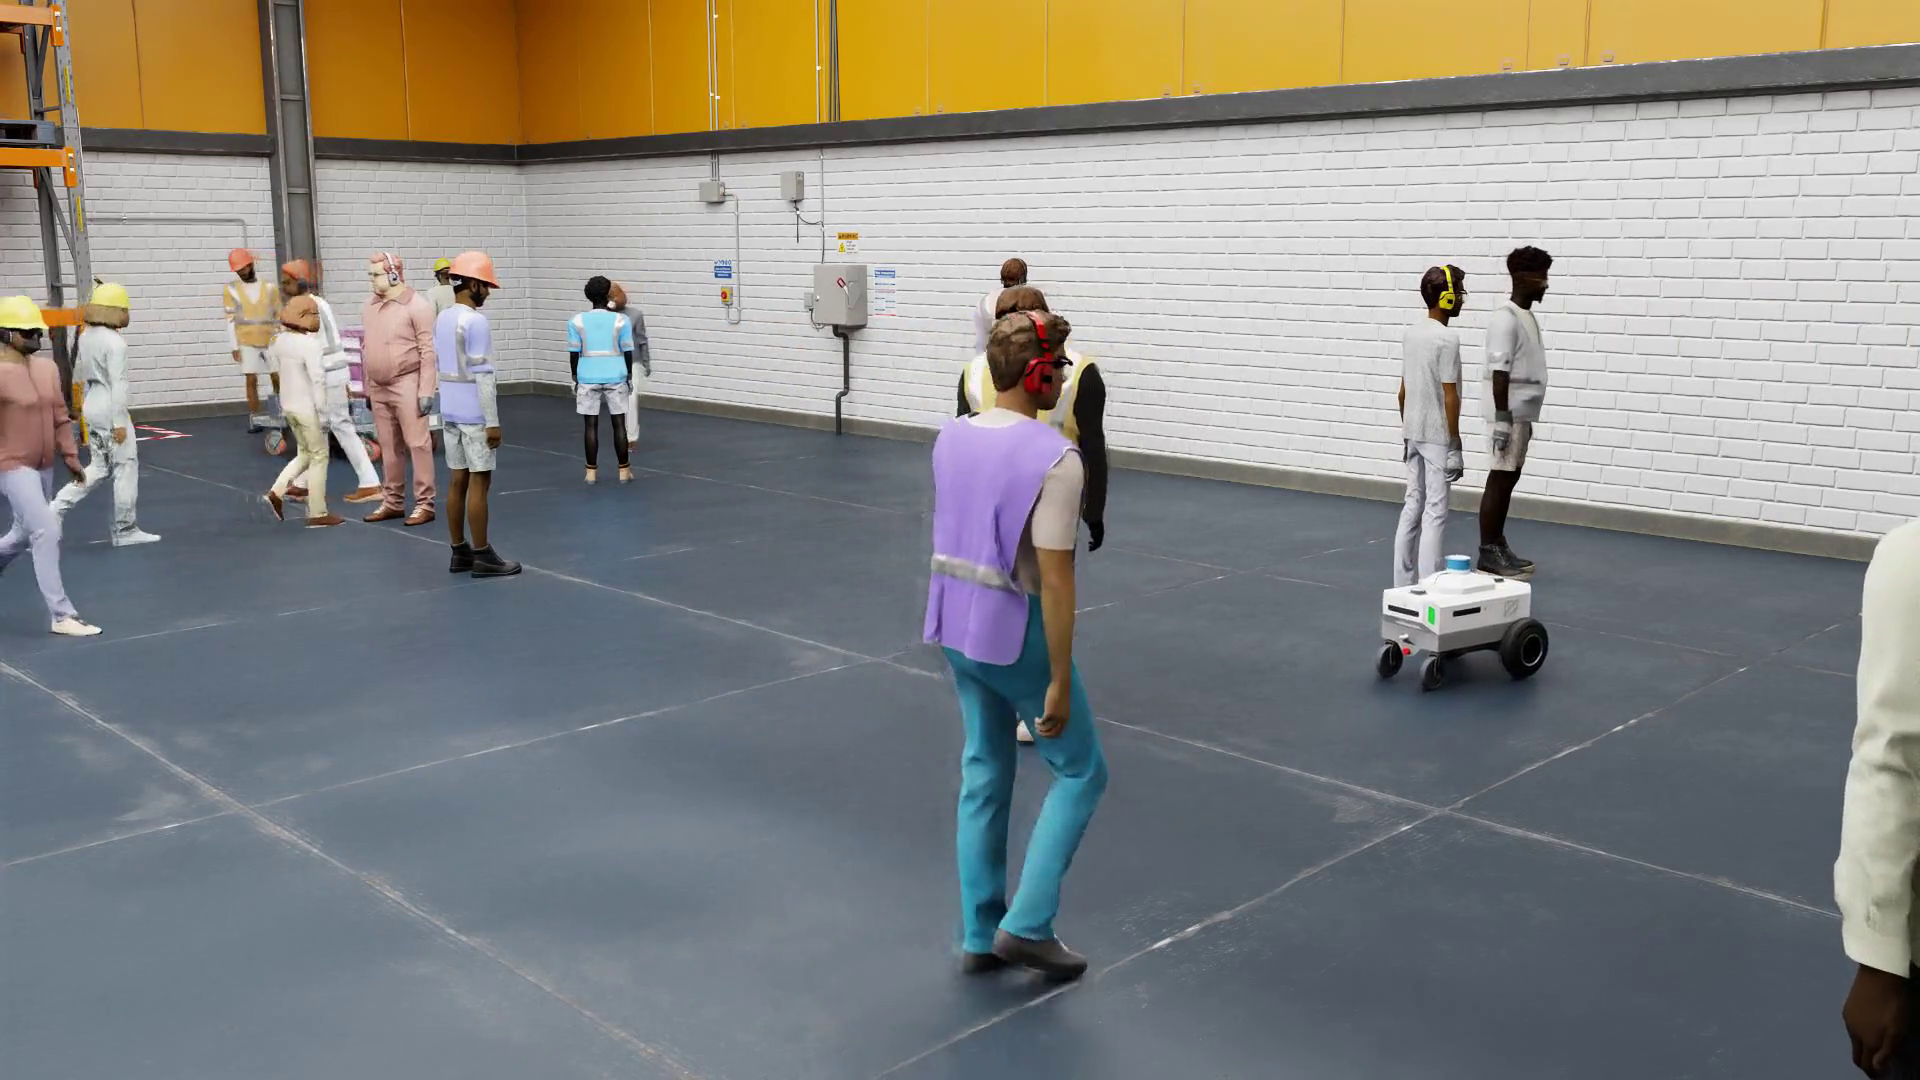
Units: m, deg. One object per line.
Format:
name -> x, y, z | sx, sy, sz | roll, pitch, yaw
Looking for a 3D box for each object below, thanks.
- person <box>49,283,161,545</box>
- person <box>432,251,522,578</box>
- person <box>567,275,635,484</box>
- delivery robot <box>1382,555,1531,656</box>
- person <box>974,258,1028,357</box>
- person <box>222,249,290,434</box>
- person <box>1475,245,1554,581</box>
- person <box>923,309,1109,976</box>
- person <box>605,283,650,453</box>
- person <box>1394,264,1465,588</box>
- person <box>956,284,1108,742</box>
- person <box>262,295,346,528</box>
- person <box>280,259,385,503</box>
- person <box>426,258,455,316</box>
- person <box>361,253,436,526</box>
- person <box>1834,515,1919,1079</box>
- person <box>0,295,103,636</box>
person -> -5.568, -0.790, 10.708 | 0.510, 1.722, 0.614 | 8, 13, 36
person -> -2.889, -0.742, 9.900 | 0.381, 1.928, 0.542 | -10, 14, -42
person -> -2.916, -1.299, 13.555 | 0.537, 1.698, 0.320 | -2, 11, -9
delivery robot -> 2.278, 0.313, 7.634 | 0.707, 0.478, 0.477 | -6, 12, -32
person -> 0.436, -1.324, 13.307 | 0.621, 1.845, 0.429 | 4, 11, 20
person -> -7.140, -2.030, 17.049 | 0.714, 1.889, 0.494 | -7, 12, -32
person -> 3.281, -0.749, 9.854 | 0.367, 1.955, 0.612 | 6, 12, 30
person -> 0.148, 0.302, 4.490 | 0.465, 1.830, 0.563 | -9, 14, -39
person -> -3.160, -1.598, 15.485 | 0.518, 1.577, 0.702 | -1, 10, -6
person -> 2.511, -0.514, 8.813 | 0.327, 1.872, 0.516 | -3, 11, -17
person -> 0.222, -0.106, 6.707 | 0.664, 1.819, 0.681 | 5, 11, 25
person -> -4.539, -0.871, 11.437 | 0.514, 1.615, 0.460 | 8, 13, 38
person -> -4.817, -1.173, 12.476 | 0.924, 1.833, 0.602 | -3, 11, -16
person -> -5.868, -2.334, 19.025 | 0.326, 1.767, 0.533 | 9, 14, 39
person -> -3.948, -1.049, 11.648 | 0.642, 1.902, 0.399 | 6, 12, 28
person -> 1.572, 0.600, 2.419 | 0.608, 1.988, 0.392 | -1, 10, -8
person -> -4.816, -0.376, 8.443 | 0.836, 1.732, 0.520 | 1, 10, 6
